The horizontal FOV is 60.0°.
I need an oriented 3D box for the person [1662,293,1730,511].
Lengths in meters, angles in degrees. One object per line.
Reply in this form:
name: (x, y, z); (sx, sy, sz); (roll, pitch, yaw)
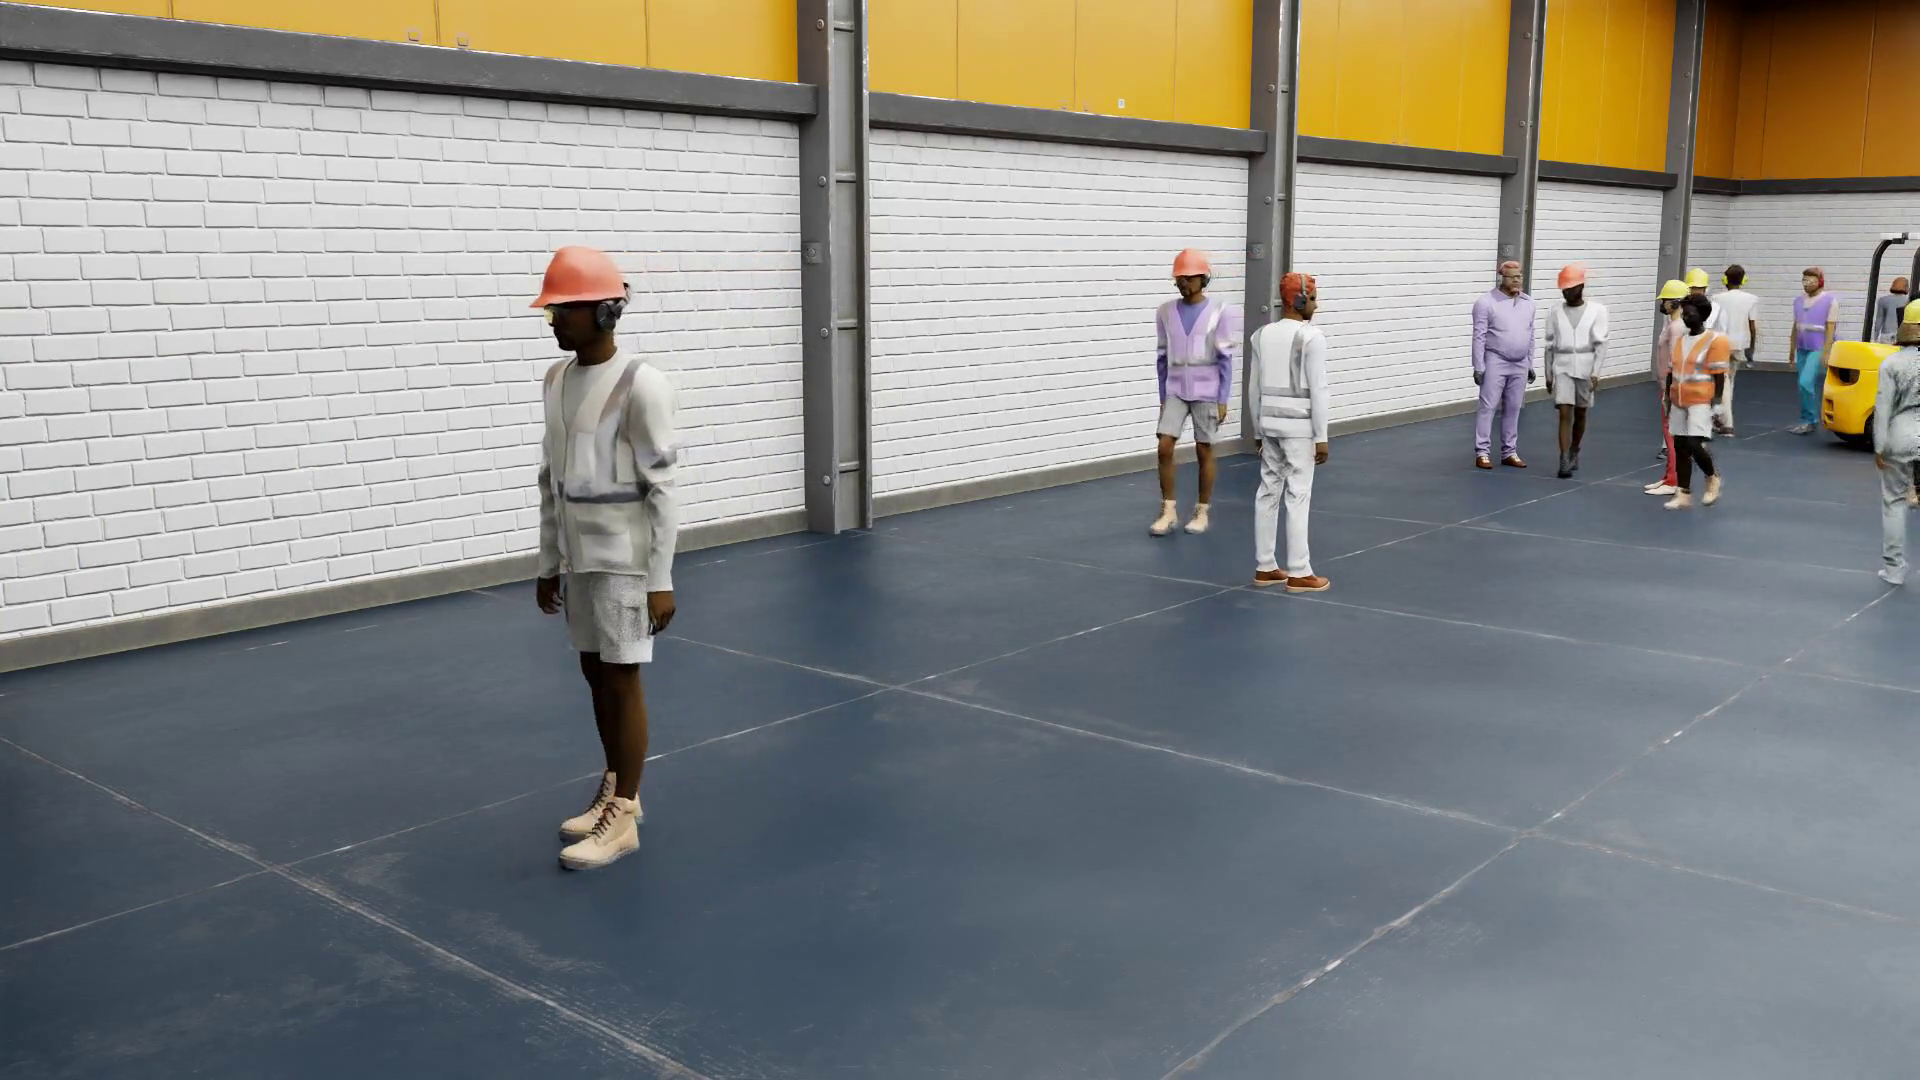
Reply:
person: (5.641, -1.051, 12.783); (0.395, 1.684, 0.555); (-4, 11, -23)

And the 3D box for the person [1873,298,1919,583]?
person: (5.730, -0.574, 9.954); (0.503, 1.728, 0.457); (2, 10, 13)

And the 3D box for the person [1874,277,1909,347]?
person: (13.412, -2.962, 23.866); (0.514, 1.619, 0.388); (9, 13, 41)

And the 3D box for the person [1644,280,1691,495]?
person: (5.841, -1.250, 13.701); (0.310, 1.768, 0.533); (4, 11, 23)

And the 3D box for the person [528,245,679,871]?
person: (-1.198, 0.054, 5.525); (0.614, 2.044, 0.405); (9, 13, 42)

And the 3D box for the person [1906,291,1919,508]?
person: (7.501, -1.098, 13.031); (0.318, 1.695, 0.539); (6, 12, 33)

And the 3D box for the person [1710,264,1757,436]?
person: (8.327, -2.073, 18.162); (0.503, 1.844, 0.778); (0, 10, -1)

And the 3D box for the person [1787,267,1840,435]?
person: (9.185, -2.024, 17.964); (0.554, 1.816, 0.590); (-3, 10, -17)

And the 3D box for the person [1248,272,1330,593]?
person: (1.957, -0.634, 9.859); (0.357, 1.885, 0.573); (-7, 12, -34)

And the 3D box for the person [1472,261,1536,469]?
person: (5.032, -1.607, 15.337); (0.654, 1.906, 0.408); (-3, 10, -15)

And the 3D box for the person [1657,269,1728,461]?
person: (6.977, -1.667, 15.886); (0.614, 1.831, 0.403); (7, 12, 33)

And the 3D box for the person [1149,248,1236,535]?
person: (1.607, -1.016, 11.659); (0.613, 2.019, 0.711); (5, 11, 27)

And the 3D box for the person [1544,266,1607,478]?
person: (5.494, -1.512, 14.906); (0.540, 1.875, 1.014); (4, 11, 21)

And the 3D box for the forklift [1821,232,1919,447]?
forklift: (9.955, -1.972, 16.595); (2.313, 2.155, 1.214); (1, 10, 8)
